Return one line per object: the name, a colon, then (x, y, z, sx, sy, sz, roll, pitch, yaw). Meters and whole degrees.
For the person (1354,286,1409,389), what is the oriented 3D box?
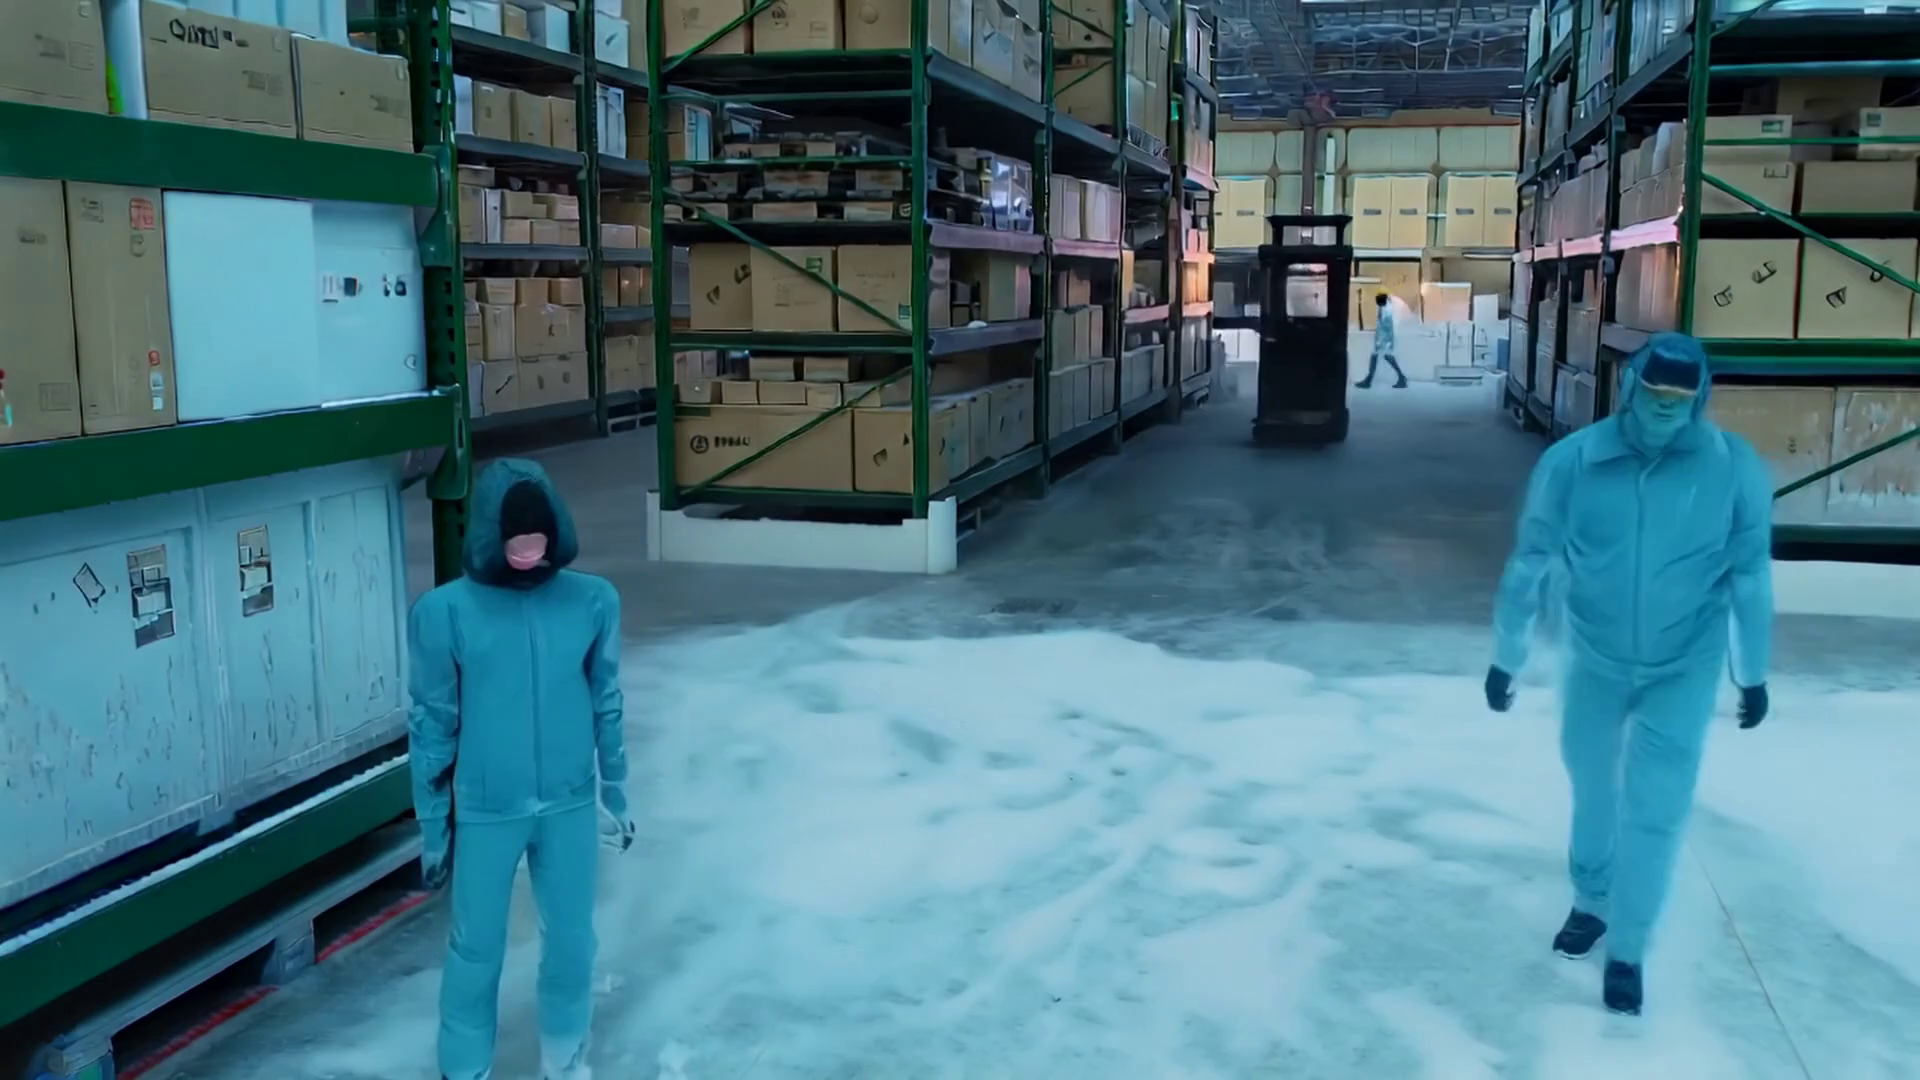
person: (7.794, -3.707, 30.470, 0.978, 1.895, 0.561, 2, 9, 12)

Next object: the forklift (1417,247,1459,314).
forklift: (12.611, -6.302, 43.810, 1.129, 2.768, 1.873, 1, 9, 5)

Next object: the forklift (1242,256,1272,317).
forklift: (10.671, -8.733, 59.252, 1.129, 2.768, 1.873, 2, 9, 15)

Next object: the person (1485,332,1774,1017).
person: (1.866, 0.360, 4.675, 0.715, 1.863, 0.826, 5, 10, 29)

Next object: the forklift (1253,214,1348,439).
forklift: (4.442, -2.771, 21.379, 1.129, 2.768, 1.873, 2, 9, 15)

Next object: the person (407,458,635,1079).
person: (-0.978, 0.624, 3.754, 0.504, 1.632, 0.269, -7, 11, -36)

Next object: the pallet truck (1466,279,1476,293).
pallet truck: (18.896, -8.459, 60.307, 1.885, 1.965, 0.823, 5, 10, 31)
